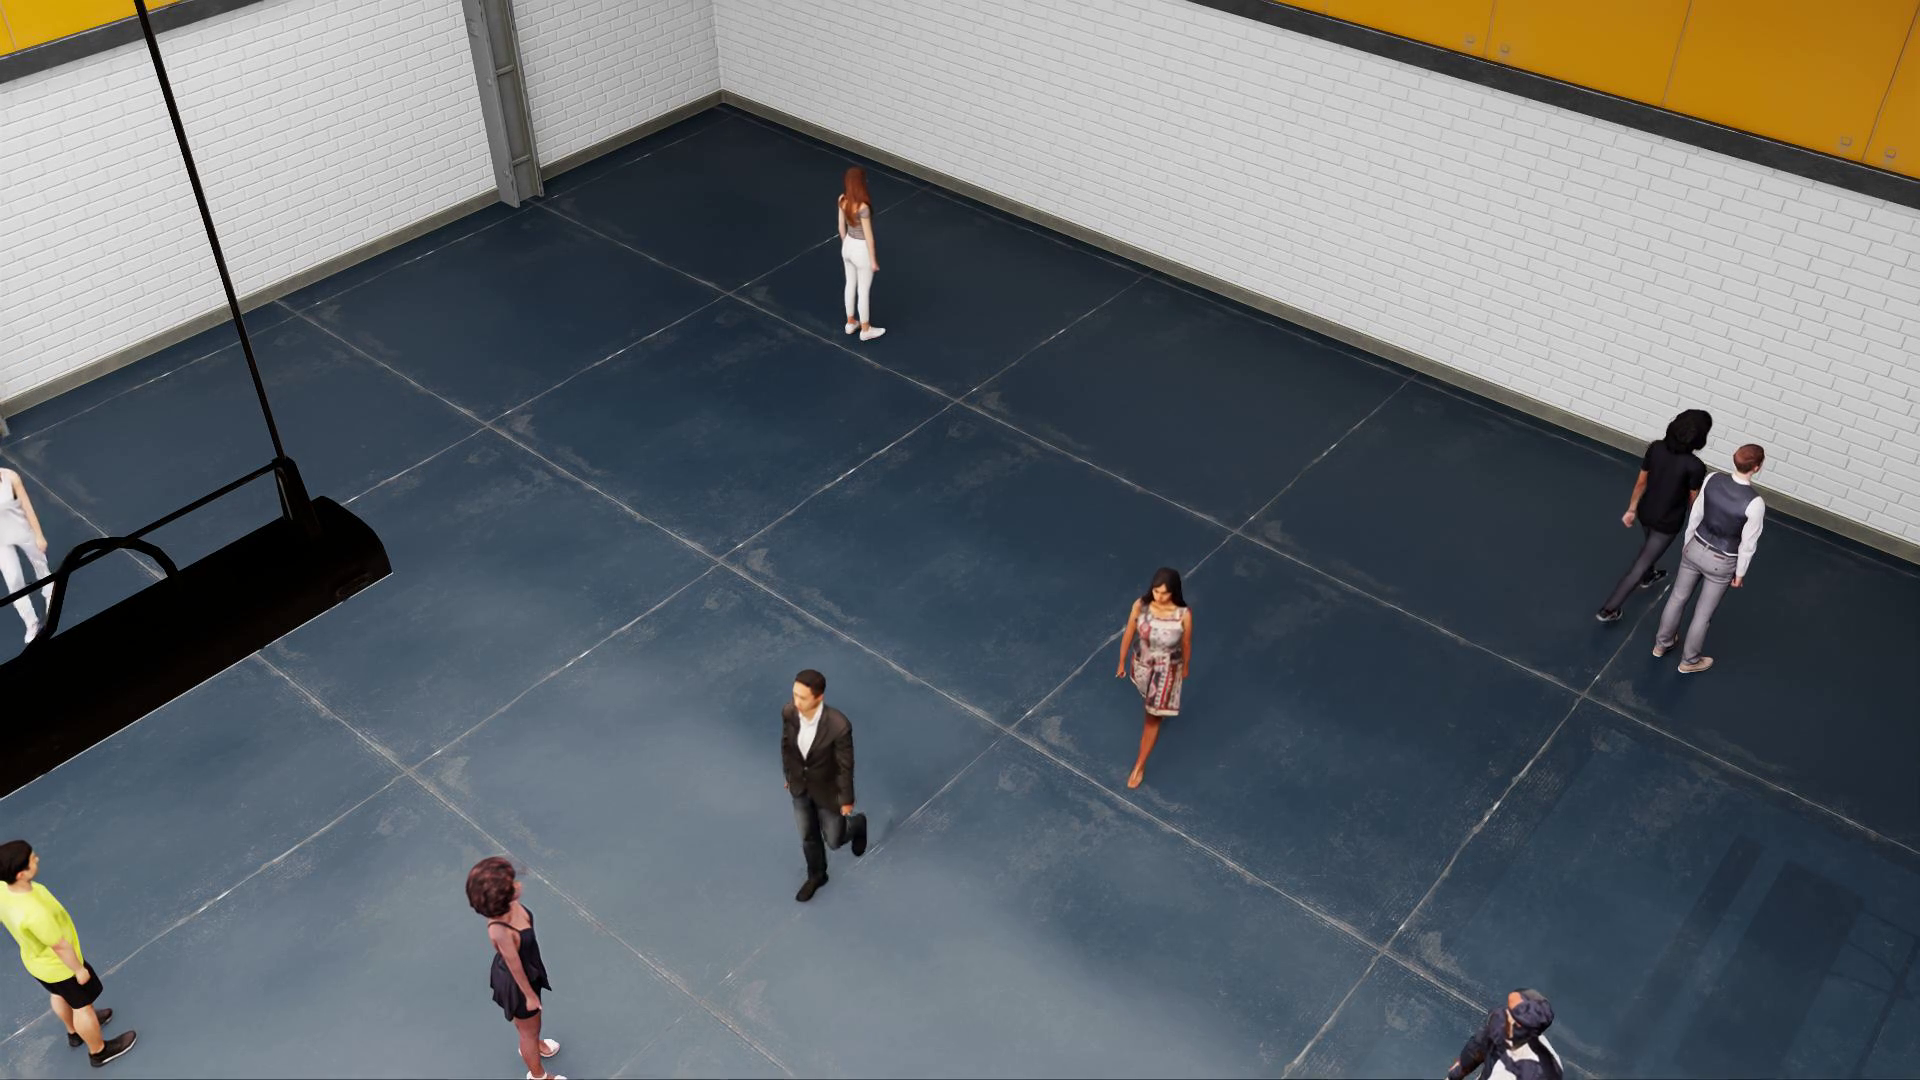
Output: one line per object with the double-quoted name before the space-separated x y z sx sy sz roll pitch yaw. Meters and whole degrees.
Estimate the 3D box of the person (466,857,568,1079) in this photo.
"person" -2.429 2.404 9.158 0.673 1.788 0.642 -13 40 -15

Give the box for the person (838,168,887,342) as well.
"person" -0.963 -2.684 15.580 0.541 1.724 0.607 -31 48 -33

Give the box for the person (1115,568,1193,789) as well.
"person" 1.364 0.800 11.318 0.852 1.599 1.212 15 41 18

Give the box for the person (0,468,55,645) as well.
"person" -7.052 -0.108 12.416 0.893 1.648 0.877 -15 41 -18

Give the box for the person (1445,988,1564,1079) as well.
"person" 2.850 2.903 8.491 1.291 1.841 1.135 -10 40 -12

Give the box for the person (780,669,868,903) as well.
"person" -0.825 1.469 10.324 0.790 1.795 0.943 20 43 23

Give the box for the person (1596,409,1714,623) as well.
"person" 5.140 -0.135 12.342 1.221 1.781 0.902 -21 43 -24

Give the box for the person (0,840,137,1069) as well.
"person" -5.096 2.325 9.323 0.625 1.706 0.560 22 44 25

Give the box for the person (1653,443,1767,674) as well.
"person" 5.388 0.109 11.911 0.668 1.938 0.726 -21 43 -25
